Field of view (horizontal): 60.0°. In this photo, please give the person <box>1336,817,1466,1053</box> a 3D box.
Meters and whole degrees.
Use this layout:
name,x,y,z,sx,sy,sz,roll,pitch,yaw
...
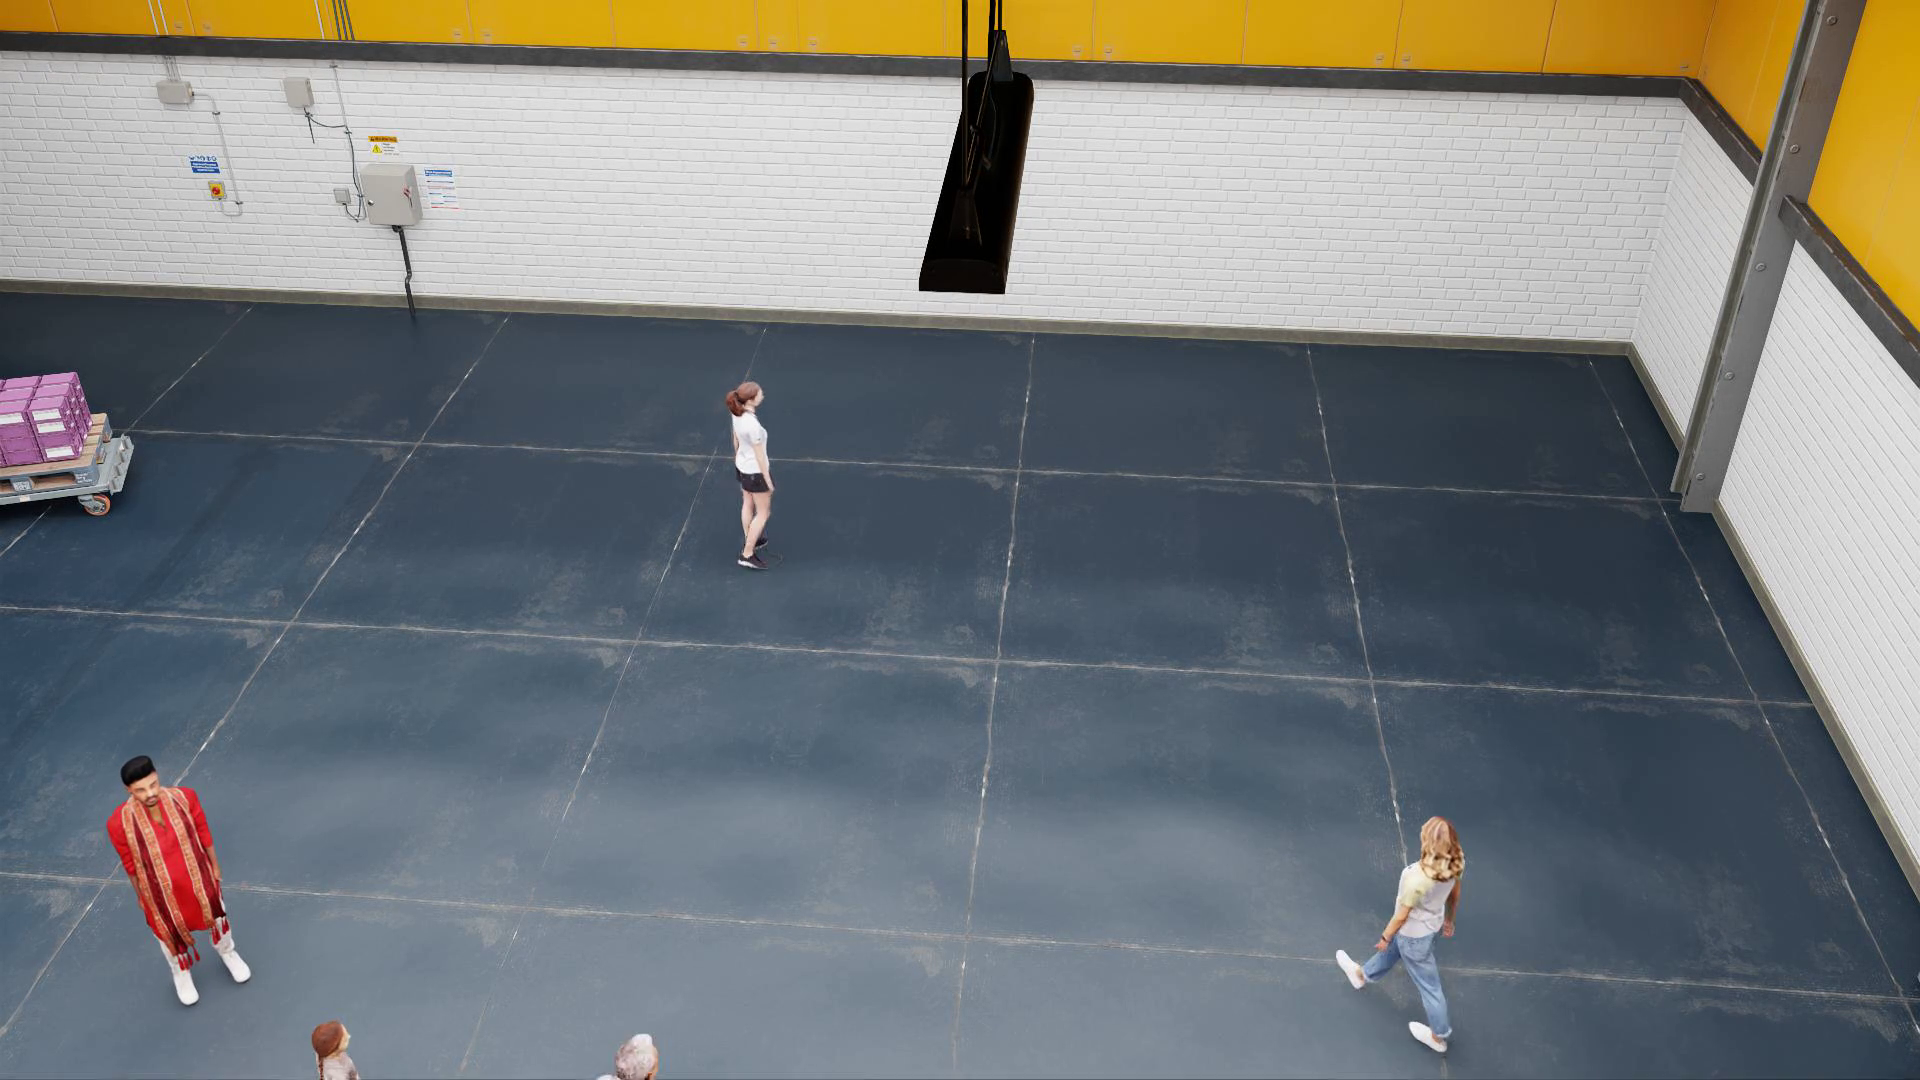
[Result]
name,x,y,z,sx,sy,sz,roll,pitch,yaw
person,2.799,2.395,9.900,1.104,1.670,1.171,-25,41,-33

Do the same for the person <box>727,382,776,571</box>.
name,x,y,z,sx,sy,sz,roll,pitch,yaw
person,-1.793,-0.576,14.299,0.824,1.747,0.760,-26,41,-33

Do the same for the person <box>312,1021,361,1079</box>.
name,x,y,z,sx,sy,sz,roll,pitch,yaw
person,-3.487,3.140,9.225,0.840,1.175,0.835,-19,38,-26

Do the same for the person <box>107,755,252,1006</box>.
name,x,y,z,sx,sy,sz,roll,pitch,yaw
person,-4.851,2.047,10.234,0.772,1.879,0.817,-22,40,-30
